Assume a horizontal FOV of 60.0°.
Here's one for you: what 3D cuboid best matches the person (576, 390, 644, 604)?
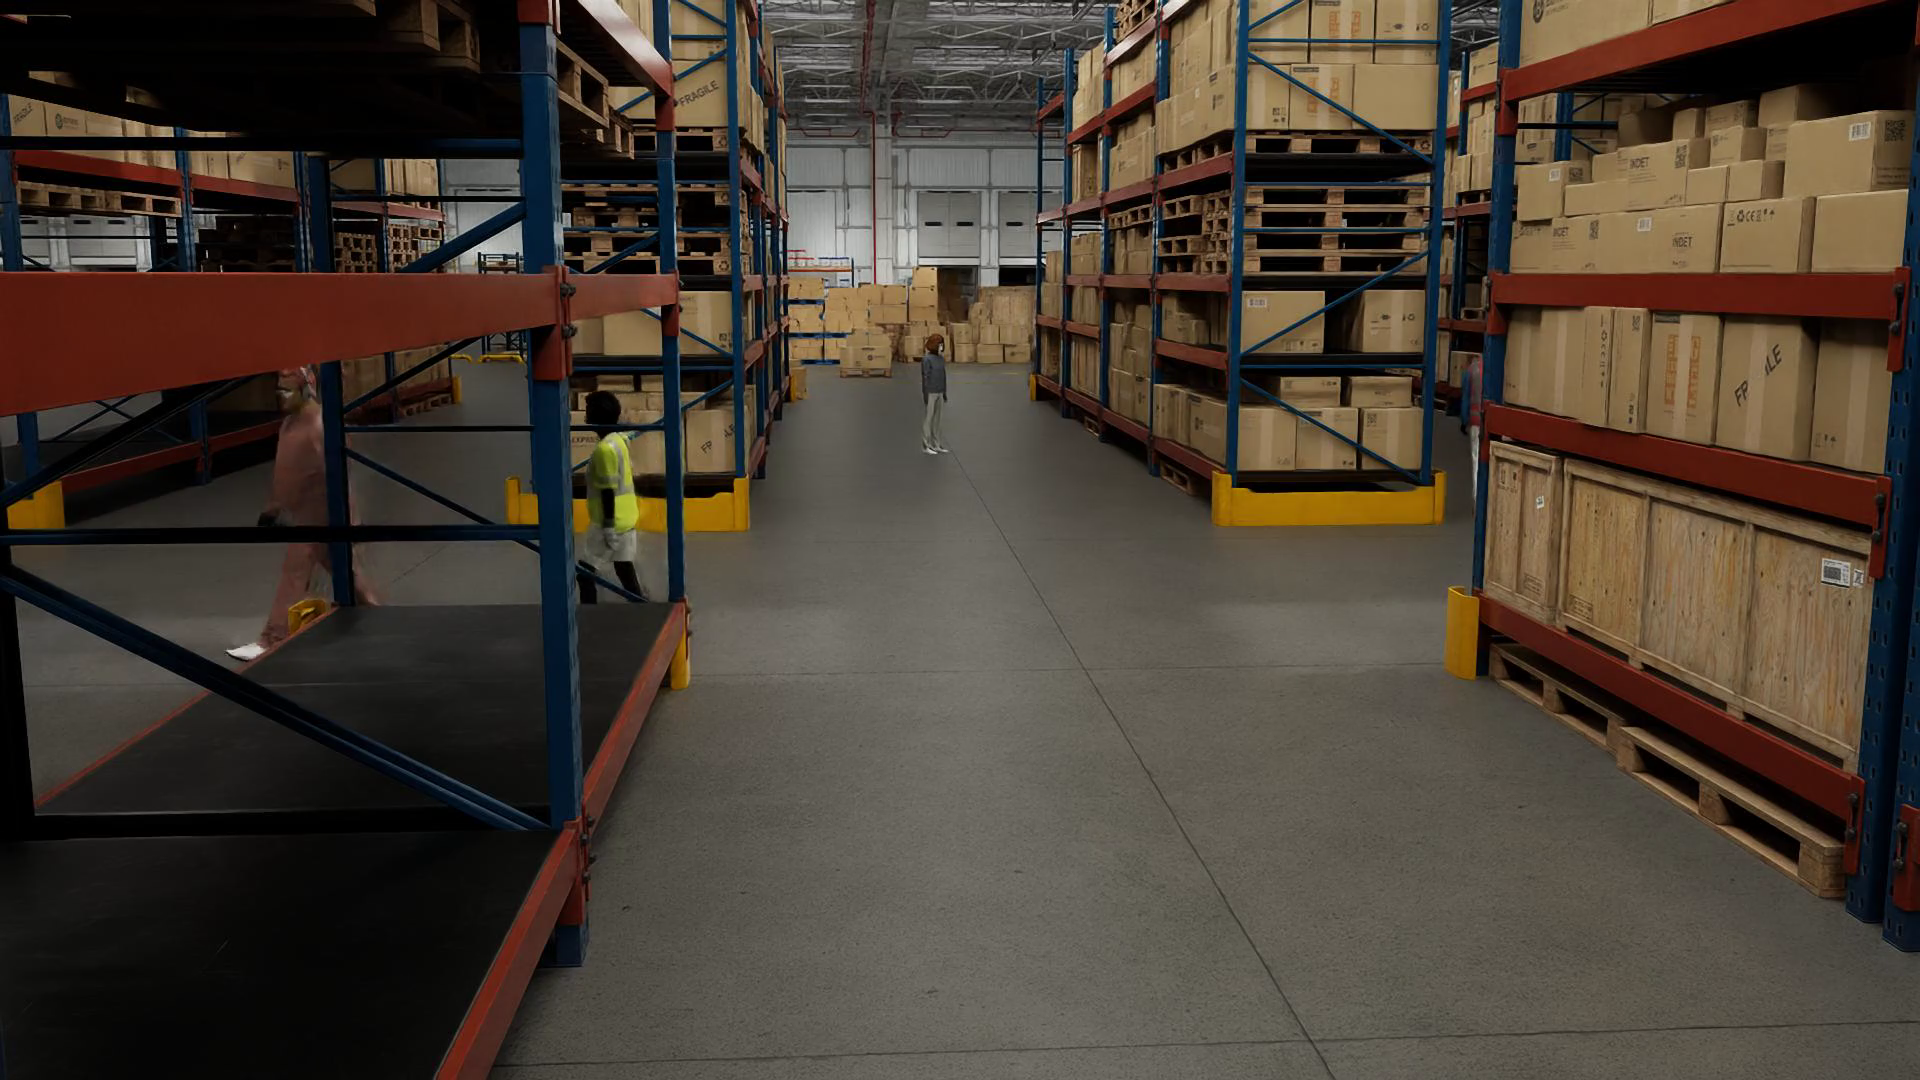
[{"bbox_3d":[-2.329,-0.110,10.592,0.693,1.670,0.548,0,9,0],"label":"person"}]

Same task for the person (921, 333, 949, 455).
[{"bbox_3d":[-0.339,-1.962,22.382,0.284,1.625,0.491,6,11,33],"label":"person"}]

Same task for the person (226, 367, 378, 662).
[{"bbox_3d":[-4.093,-0.169,10.433,1.035,1.845,0.647,-7,11,-36],"label":"person"}]

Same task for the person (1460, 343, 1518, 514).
[{"bbox_3d":[5.395,-1.162,16.862,0.637,1.801,0.979,3,10,19],"label":"person"}]
